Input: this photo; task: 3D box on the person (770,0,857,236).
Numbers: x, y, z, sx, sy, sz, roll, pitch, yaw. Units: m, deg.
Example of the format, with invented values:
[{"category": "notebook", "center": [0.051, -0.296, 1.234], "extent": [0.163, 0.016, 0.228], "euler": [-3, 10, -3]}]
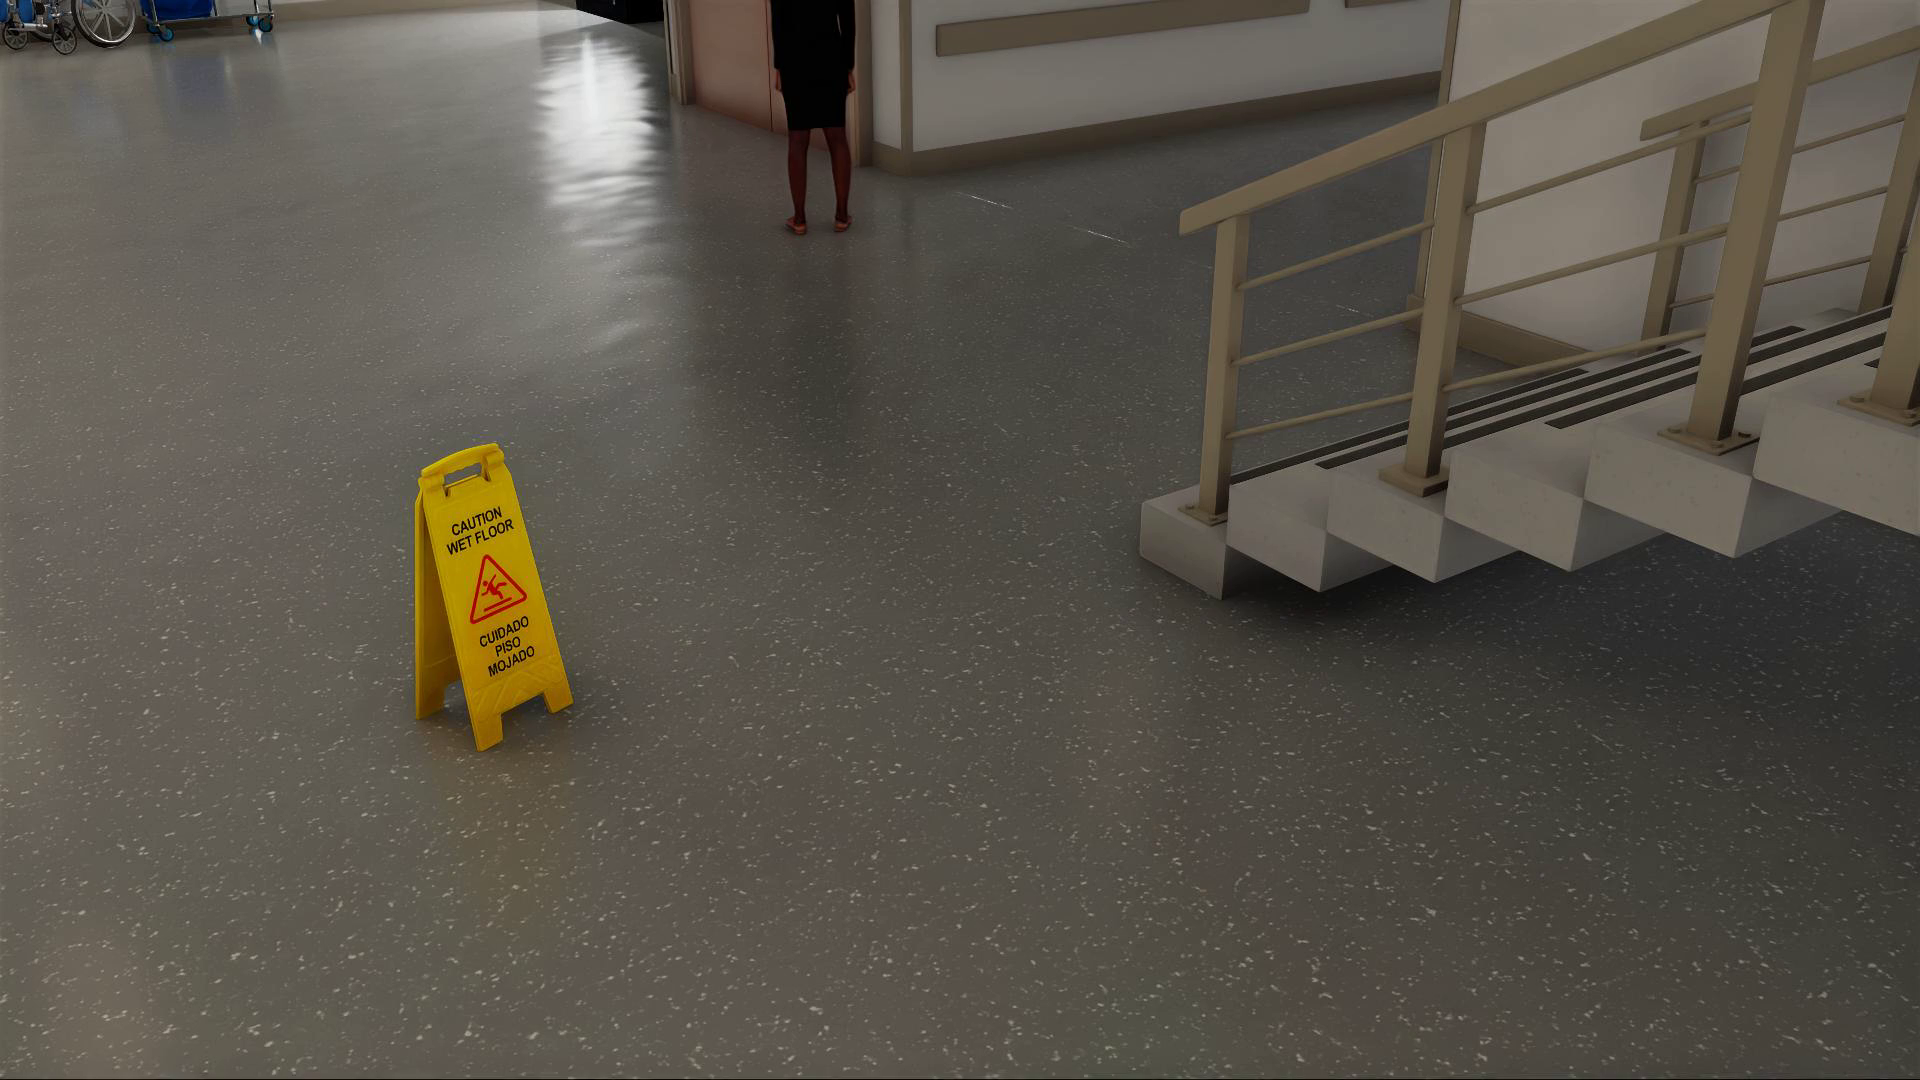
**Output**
[{"category": "person", "center": [-0.783, -2.522, 8.926], "extent": [0.659, 1.723, 0.606], "euler": [-7, 27, -15]}]
